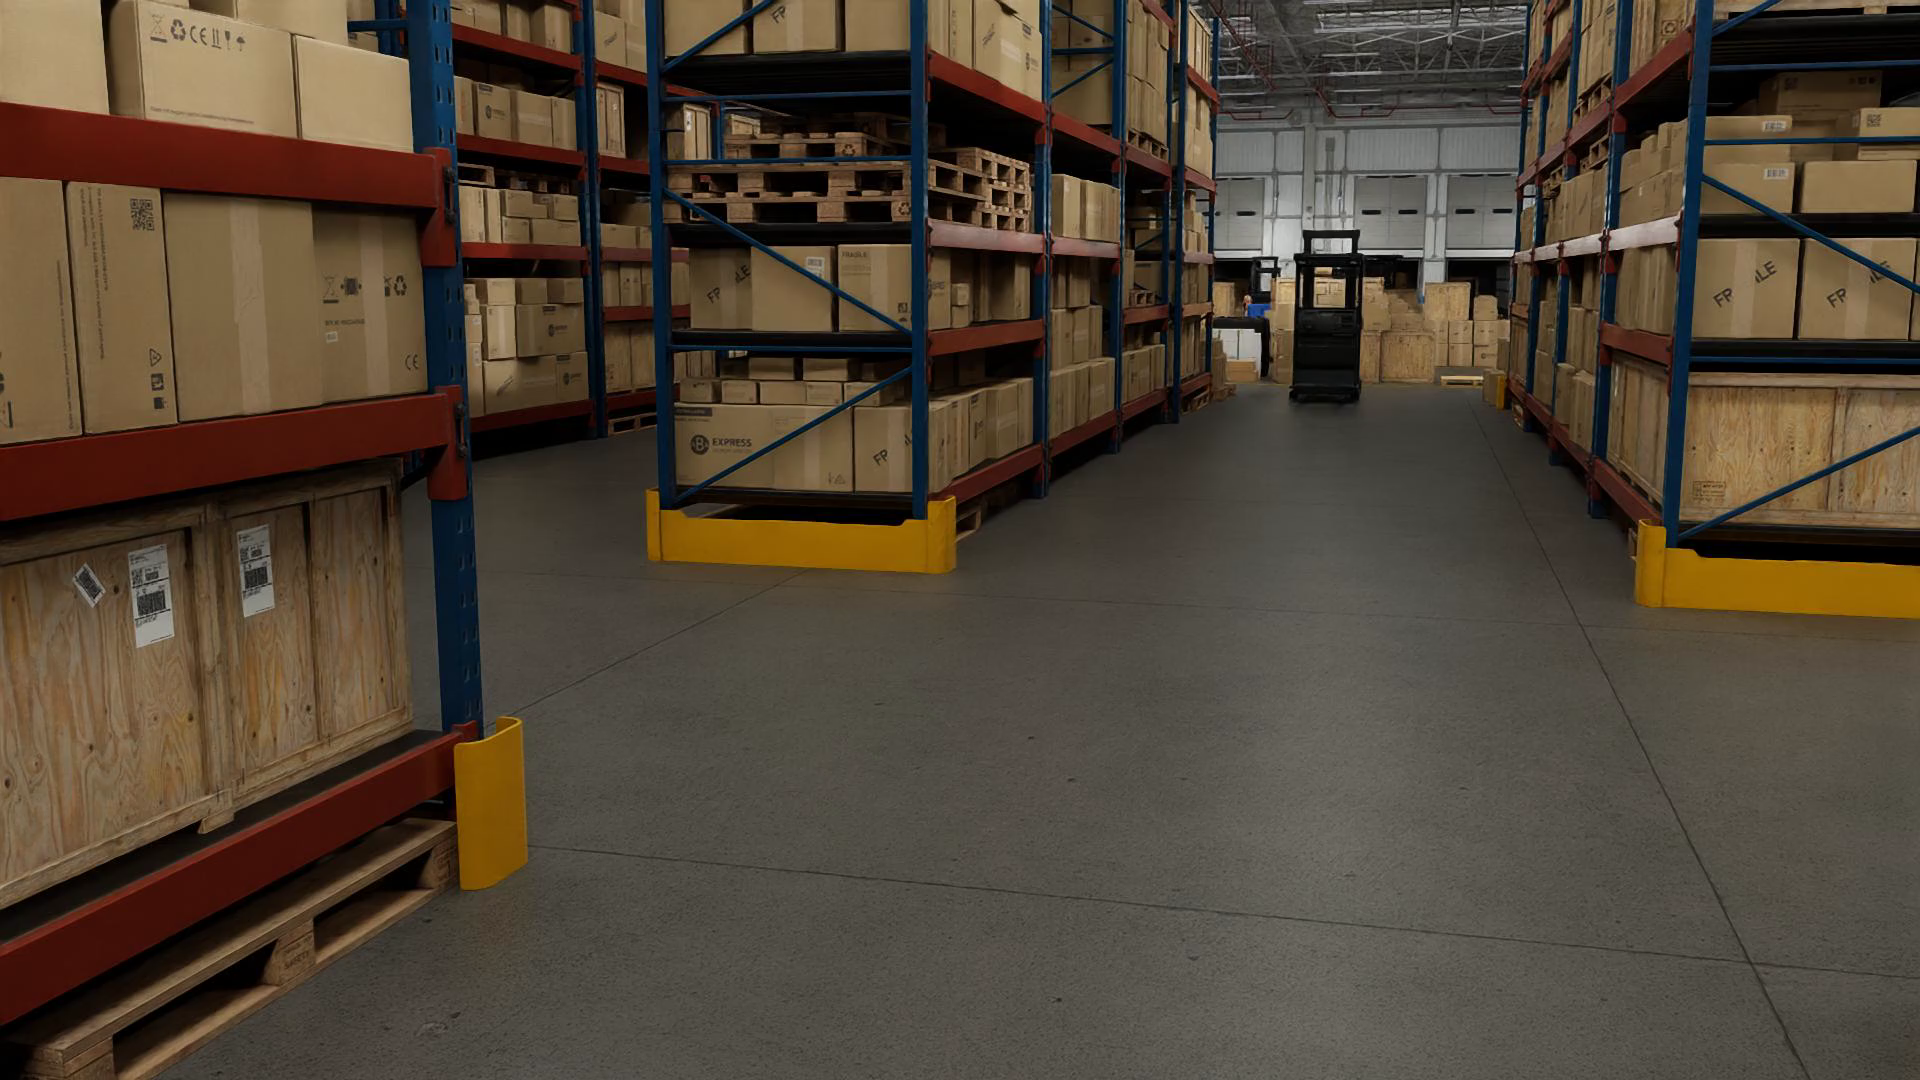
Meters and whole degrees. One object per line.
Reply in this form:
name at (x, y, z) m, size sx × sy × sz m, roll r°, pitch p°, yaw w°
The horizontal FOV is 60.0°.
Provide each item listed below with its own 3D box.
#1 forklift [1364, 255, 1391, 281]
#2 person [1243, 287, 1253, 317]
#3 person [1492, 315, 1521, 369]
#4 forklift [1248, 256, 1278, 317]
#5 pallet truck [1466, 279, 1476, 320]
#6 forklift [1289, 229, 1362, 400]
forklift at (14.254, -8.372, 56.961) m, size 1.129 × 2.768 × 1.873 m, roll -1°, pitch 9°, yaw -5°
person at (10.802, -8.565, 61.921) m, size 0.540 × 1.700 × 0.315 m, roll 4°, pitch 10°, yaw 24°
person at (12.171, -4.497, 36.412) m, size 0.884 × 1.594 × 0.531 m, roll 1°, pitch 9°, yaw 5°
forklift at (11.207, -9.047, 61.251) m, size 1.129 × 2.768 × 1.873 m, roll 2°, pitch 9°, yaw 15°
pallet truck at (18.896, -8.459, 60.307) m, size 1.885 × 1.965 × 0.823 m, roll 5°, pitch 10°, yaw 31°
forklift at (6.189, -3.797, 27.893) m, size 1.129 × 2.768 × 1.873 m, roll 2°, pitch 9°, yaw 15°
